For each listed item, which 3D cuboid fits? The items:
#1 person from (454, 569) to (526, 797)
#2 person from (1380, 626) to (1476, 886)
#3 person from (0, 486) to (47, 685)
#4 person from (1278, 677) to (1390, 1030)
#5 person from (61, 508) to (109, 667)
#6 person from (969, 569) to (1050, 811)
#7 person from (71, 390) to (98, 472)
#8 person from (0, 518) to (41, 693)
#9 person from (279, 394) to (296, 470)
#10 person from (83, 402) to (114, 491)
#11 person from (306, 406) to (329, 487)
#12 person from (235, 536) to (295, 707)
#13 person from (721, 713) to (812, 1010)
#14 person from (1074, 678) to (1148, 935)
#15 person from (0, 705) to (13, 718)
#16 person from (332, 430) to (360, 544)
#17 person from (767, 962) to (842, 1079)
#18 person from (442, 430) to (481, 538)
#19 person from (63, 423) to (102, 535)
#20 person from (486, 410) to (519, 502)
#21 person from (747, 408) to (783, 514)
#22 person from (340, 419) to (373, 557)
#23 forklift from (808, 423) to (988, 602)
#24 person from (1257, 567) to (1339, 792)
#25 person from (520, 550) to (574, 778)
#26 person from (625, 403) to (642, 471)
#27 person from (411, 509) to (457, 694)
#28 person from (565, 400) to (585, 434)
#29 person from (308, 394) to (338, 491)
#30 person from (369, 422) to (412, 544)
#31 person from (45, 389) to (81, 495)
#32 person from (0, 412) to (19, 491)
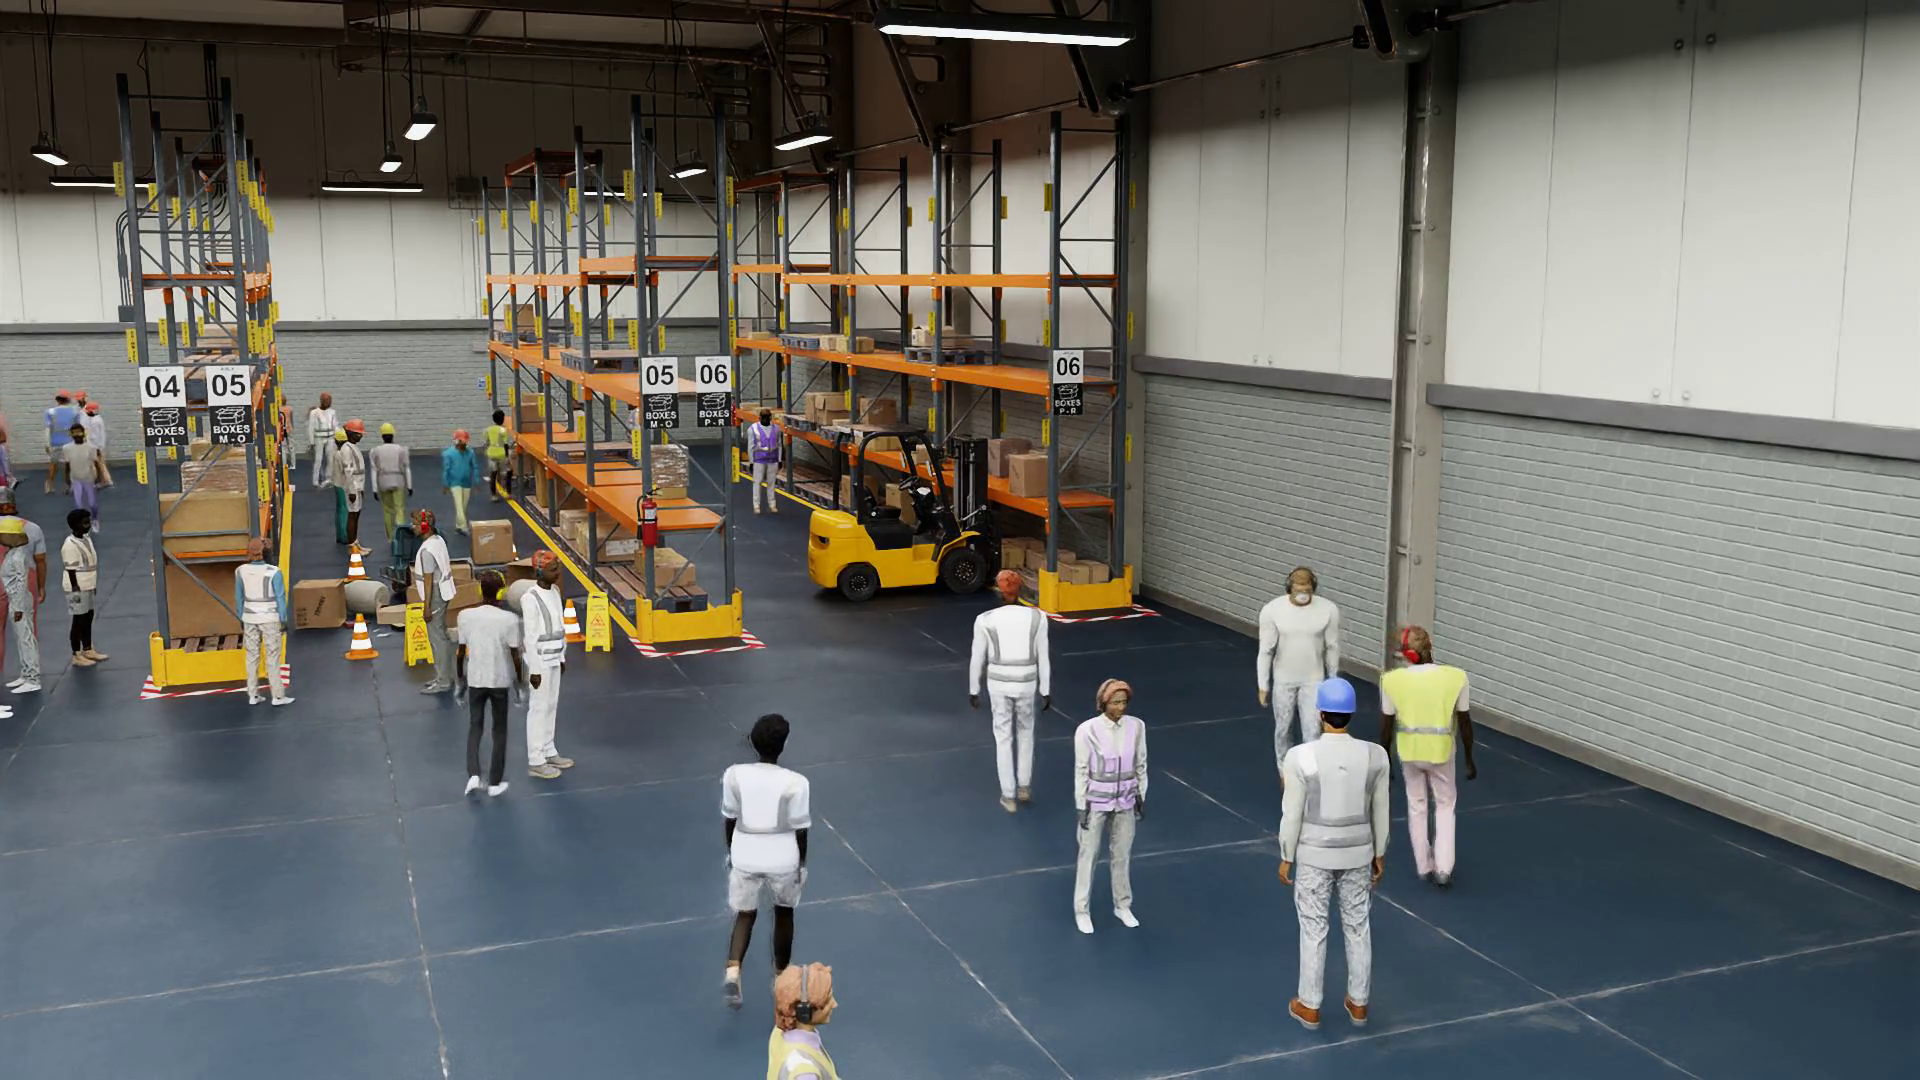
[{"bbox_3d":[-3.718,1.147,13.102,0.563,1.841,0.577,0,9,0],"label":"person"},{"bbox_3d":[3.152,1.460,11.222,0.632,1.810,0.512,3,9,17],"label":"person"},{"bbox_3d":[-9.630,0.447,16.834,0.686,2.000,0.535,-7,11,-36],"label":"person"},{"bbox_3d":[2.046,1.715,9.140,0.613,1.945,0.406,-1,9,-5],"label":"person"},{"bbox_3d":[-9.300,0.502,17.604,0.323,1.686,0.538,-1,9,-8],"label":"person"},{"bbox_3d":[0.371,1.137,13.000,0.613,1.871,0.649,-1,9,-6],"label":"person"},{"bbox_3d":[-18.401,-2.286,34.981,0.575,1.739,0.349,-1,9,-8],"label":"person"},{"bbox_3d":[-9.373,0.642,16.536,0.290,1.746,0.487,-7,11,-36],"label":"person"},{"bbox_3d":[-14.305,-2.268,35.179,0.314,1.641,0.515,5,11,31],"label":"person"},{"bbox_3d":[-16.674,-1.807,32.052,0.592,1.722,0.604,-4,10,-22],"label":"person"},{"bbox_3d":[-12.438,-1.787,32.267,0.472,1.606,0.545,3,9,17],"label":"person"},{"bbox_3d":[-6.691,0.786,15.956,0.515,1.640,0.315,2,9,12],"label":"person"},{"bbox_3d":[-1.103,1.816,9.344,0.541,1.675,0.657,1,9,9],"label":"person"},{"bbox_3d":[0.944,1.666,10.464,0.512,1.632,0.319,-4,10,-22],"label":"person"},{"bbox_3d":[-9.120,0.740,15.548,0.328,1.865,0.517,-5,10,-29],"label":"person"},{"bbox_3d":[-9.499,-0.818,25.654,0.317,1.769,0.522,-6,11,-33],"label":"person"},{"bbox_3d":[-0.573,2.346,6.137,0.306,1.639,0.524,-2,9,-14],"label":"person"},{"bbox_3d":[-7.844,-0.890,26.299,0.575,1.697,0.891,-9,12,-43],"label":"person"},{"bbox_3d":[-13.796,-0.936,26.153,0.522,1.850,0.649,-4,10,-23],"label":"person"},{"bbox_3d":[-8.379,-1.540,30.462,0.552,1.667,0.677,4,10,26],"label":"person"},{"bbox_3d":[-3.373,-1.372,28.922,0.624,1.841,0.430,-4,10,-25],"label":"person"},{"bbox_3d":[-8.898,-0.768,24.500,0.383,2.036,0.605,-2,9,-10],"label":"person"},{"bbox_3d":[-0.830,-0.399,21.676,2.313,2.155,1.214,-4,10,-21],"label":"forklift"},{"bbox_3d":[2.650,1.128,13.045,0.640,1.899,0.741,1,9,7],"label":"person"},{"bbox_3d":[-3.429,1.012,13.770,0.337,1.882,0.585,1,9,8],"label":"person"},{"bbox_3d":[-6.424,-2.001,32.945,0.405,1.824,0.585,-3,9,-17],"label":"person"},{"bbox_3d":[-5.208,0.603,16.510,0.393,1.836,0.561,-1,9,-9],"label":"person"},{"bbox_3d":[-7.887,-2.098,34.124,0.280,1.633,0.501,7,11,37],"label":"person"},{"bbox_3d":[-12.299,-1.891,32.131,0.432,1.861,0.632,4,10,25],"label":"person"},{"bbox_3d":[-8.694,-0.847,25.413,0.595,1.907,0.791,-3,9,-17],"label":"person"},{"bbox_3d":[-16.943,-1.829,31.377,0.688,2.000,0.464,-7,12,-39],"label":"person"},{"bbox_3d":[-18.021,-1.736,31.061,0.464,1.883,0.674,-2,9,-11],"label":"person"}]
